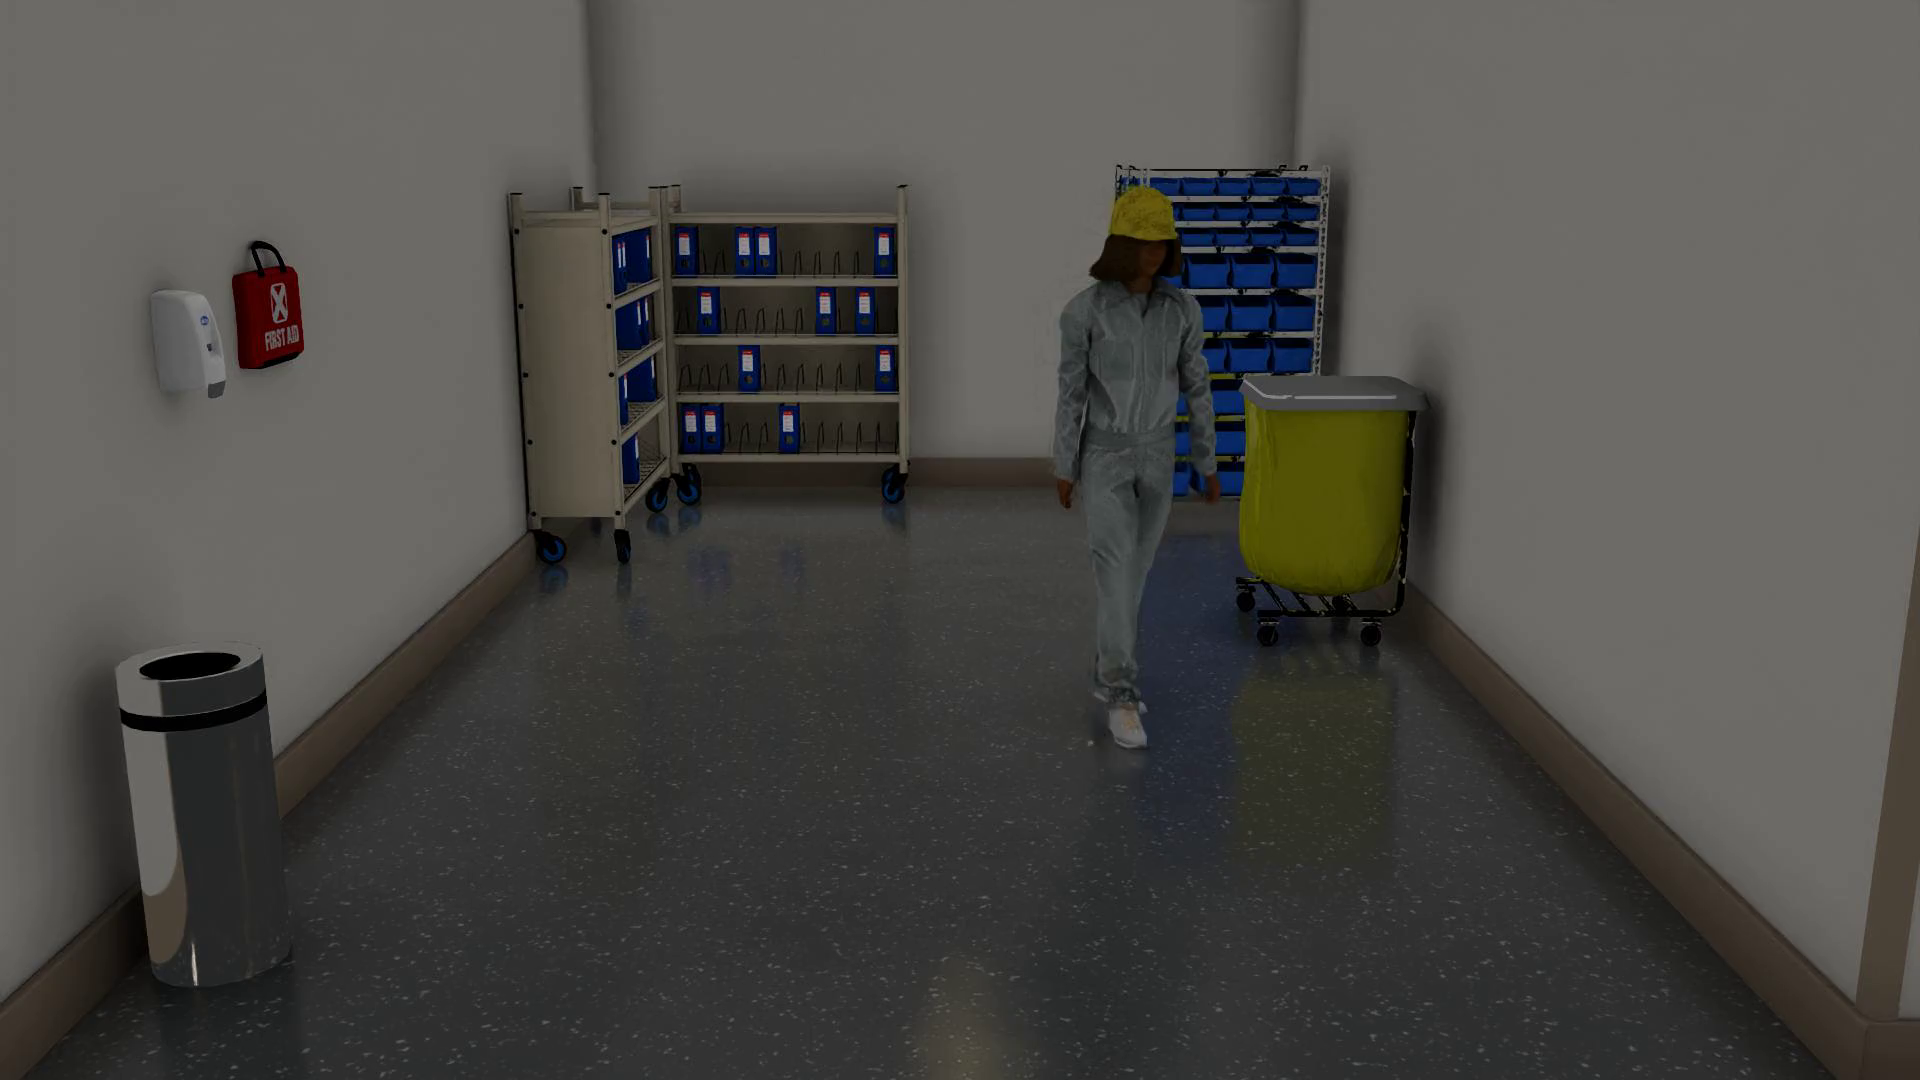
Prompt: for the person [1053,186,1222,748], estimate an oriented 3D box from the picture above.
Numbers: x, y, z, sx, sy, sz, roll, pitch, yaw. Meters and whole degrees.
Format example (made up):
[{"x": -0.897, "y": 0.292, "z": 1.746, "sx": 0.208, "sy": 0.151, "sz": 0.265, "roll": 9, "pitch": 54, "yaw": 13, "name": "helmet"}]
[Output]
[{"x": 0.585, "y": -0.227, "z": 5.223, "sx": 0.505, "sy": 1.716, "sz": 0.720, "roll": -6, "pitch": 14, "yaw": -24, "name": "person"}]
